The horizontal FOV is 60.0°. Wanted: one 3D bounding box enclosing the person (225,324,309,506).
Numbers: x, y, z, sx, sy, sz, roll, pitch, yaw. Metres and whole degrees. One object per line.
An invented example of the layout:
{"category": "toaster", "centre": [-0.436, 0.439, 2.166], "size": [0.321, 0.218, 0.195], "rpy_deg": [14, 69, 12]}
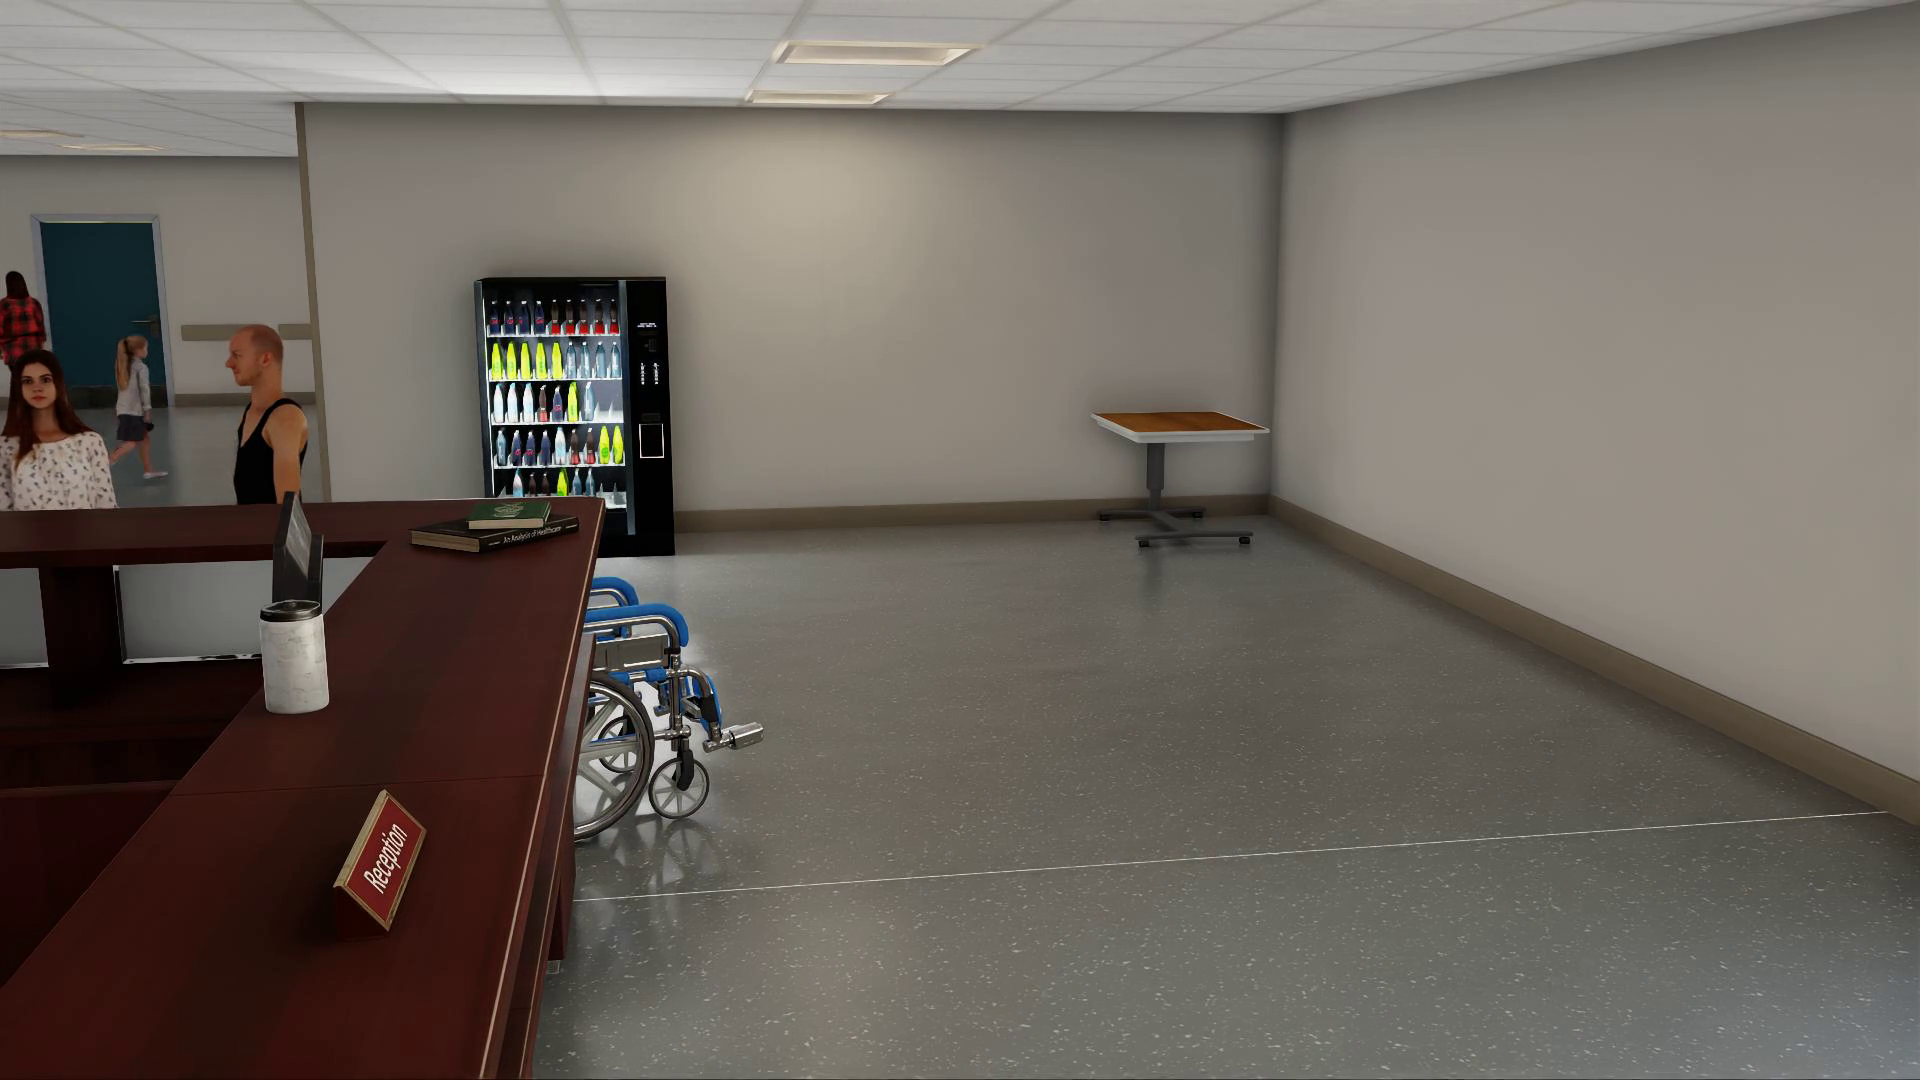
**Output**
{"category": "person", "centre": [-2.643, 0.067, 6.517], "size": [0.707, 1.810, 0.724], "rpy_deg": [-9, 14, -39]}

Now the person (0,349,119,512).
{"category": "person", "centre": [-3.490, 0.123, 6.455], "size": [0.572, 1.724, 0.708], "rpy_deg": [-5, 12, -26]}

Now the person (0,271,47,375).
{"category": "person", "centre": [-10.036, -2.012, 17.824], "size": [0.979, 1.679, 0.975], "rpy_deg": [-10, 15, -43]}

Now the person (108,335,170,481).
{"category": "person", "centre": [-7.086, -1.088, 14.110], "size": [0.840, 1.242, 0.915], "rpy_deg": [8, 13, 35]}
